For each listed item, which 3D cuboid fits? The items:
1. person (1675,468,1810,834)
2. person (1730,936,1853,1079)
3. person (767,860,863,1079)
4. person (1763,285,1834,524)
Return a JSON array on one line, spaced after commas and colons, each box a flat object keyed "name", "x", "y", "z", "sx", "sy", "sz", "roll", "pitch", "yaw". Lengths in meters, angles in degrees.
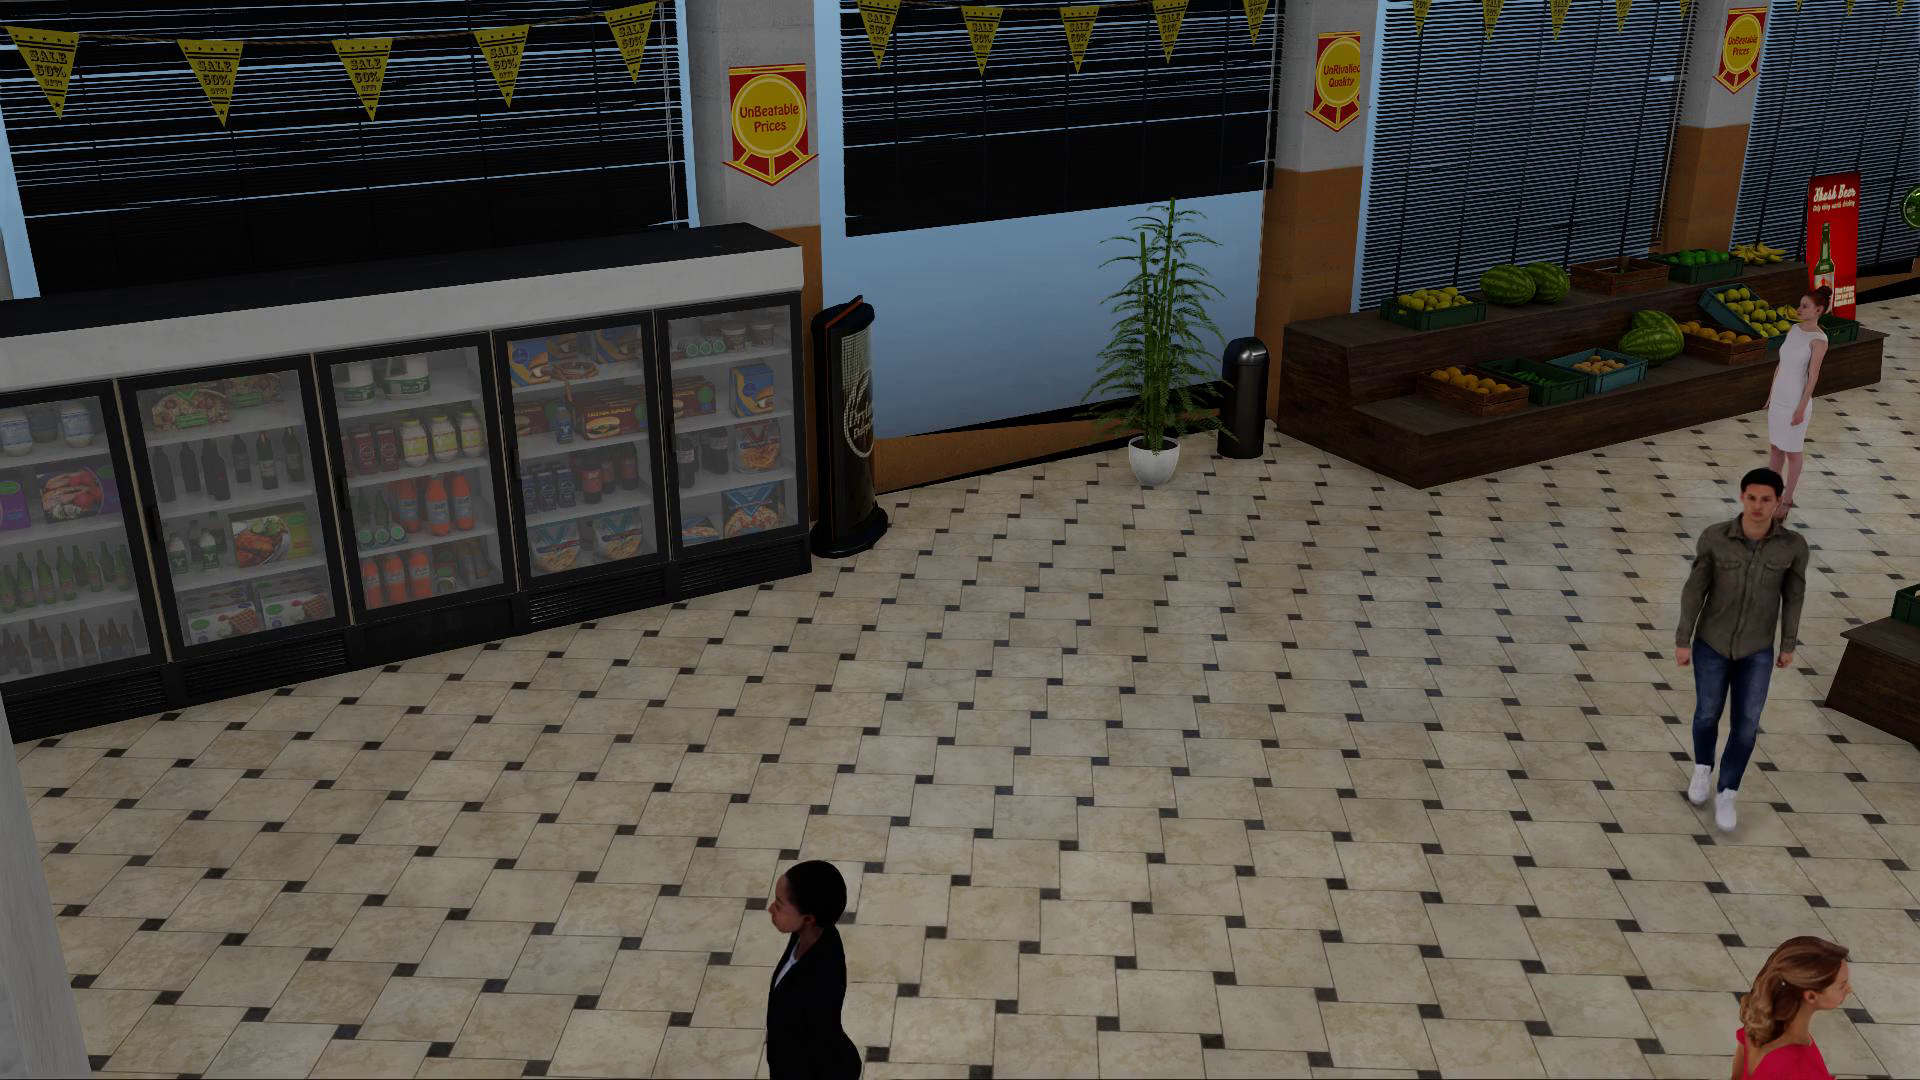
[{"name": "person", "x": 3.949, "y": 0.497, "z": 8.479, "sx": 0.948, "sy": 1.841, "sz": 1.015, "roll": 9, "pitch": 24, "yaw": 21}, {"name": "person", "x": 2.313, "y": 1.943, "z": 5.100, "sx": 1.085, "sy": 1.679, "sz": 1.024, "roll": 6, "pitch": 23, "yaw": 14}, {"name": "person", "x": -0.349, "y": 1.801, "z": 5.286, "sx": 1.177, "sy": 1.803, "sz": 0.913, "roll": -2, "pitch": 22, "yaw": -4}, {"name": "person", "x": 6.148, "y": -0.997, "z": 12.263, "sx": 0.582, "sy": 1.793, "sz": 0.622, "roll": -4, "pitch": 22, "yaw": -9}]
